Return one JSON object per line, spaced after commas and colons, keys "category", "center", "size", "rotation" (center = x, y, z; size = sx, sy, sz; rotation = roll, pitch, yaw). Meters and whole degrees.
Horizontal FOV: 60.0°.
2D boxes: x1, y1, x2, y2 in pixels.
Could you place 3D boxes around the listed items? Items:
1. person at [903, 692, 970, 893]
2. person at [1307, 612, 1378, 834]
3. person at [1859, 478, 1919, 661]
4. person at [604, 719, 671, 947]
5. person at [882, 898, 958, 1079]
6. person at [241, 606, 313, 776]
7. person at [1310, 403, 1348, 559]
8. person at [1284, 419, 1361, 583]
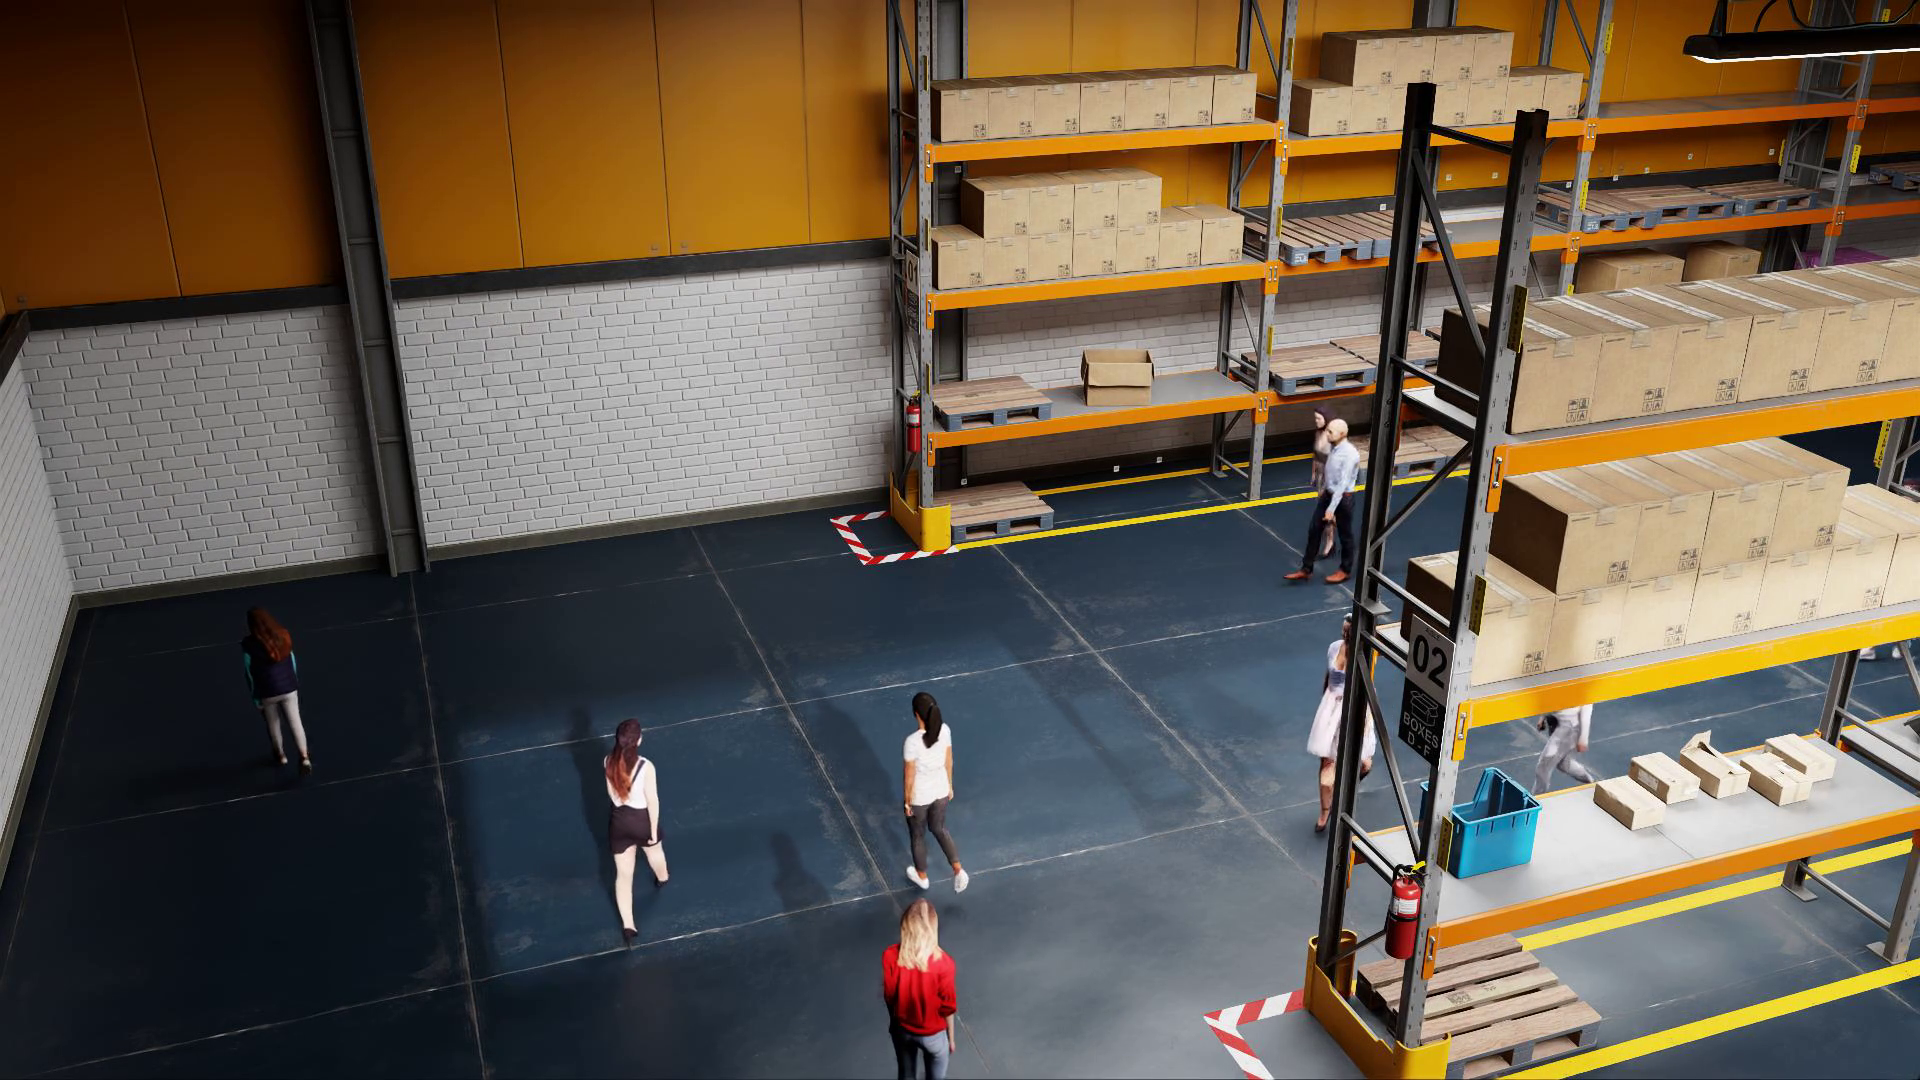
{"category": "person", "center": [-0.183, 1.852, 11.914], "size": [0.866, 1.632, 0.792], "rotation": [-17, 29, -34]}
{"category": "person", "center": [3.011, 1.358, 12.841], "size": [1.026, 1.794, 1.205], "rotation": [17, 29, 34]}
{"category": "person", "center": [8.601, 0.298, 15.227], "size": [0.845, 1.826, 0.753], "rotation": [-4, 24, -10]}
{"category": "person", "center": [-2.298, 2.044, 11.517], "size": [1.072, 1.599, 0.930], "rotation": [3, 24, 6]}
{"category": "person", "center": [-0.239, 2.829, 9.594], "size": [0.673, 1.701, 0.748], "rotation": [9, 25, 19]}
{"category": "person", "center": [-5.529, 1.235, 13.509], "size": [0.918, 1.485, 0.773], "rotation": [-16, 28, -33]}
{"category": "person", "center": [3.945, -0.621, 17.467], "size": [0.758, 1.715, 0.690], "rotation": [-17, 29, -34]}
{"category": "person", "center": [3.897, -0.369, 16.837], "size": [0.943, 1.759, 0.643], "rotation": [-9, 25, -20]}
